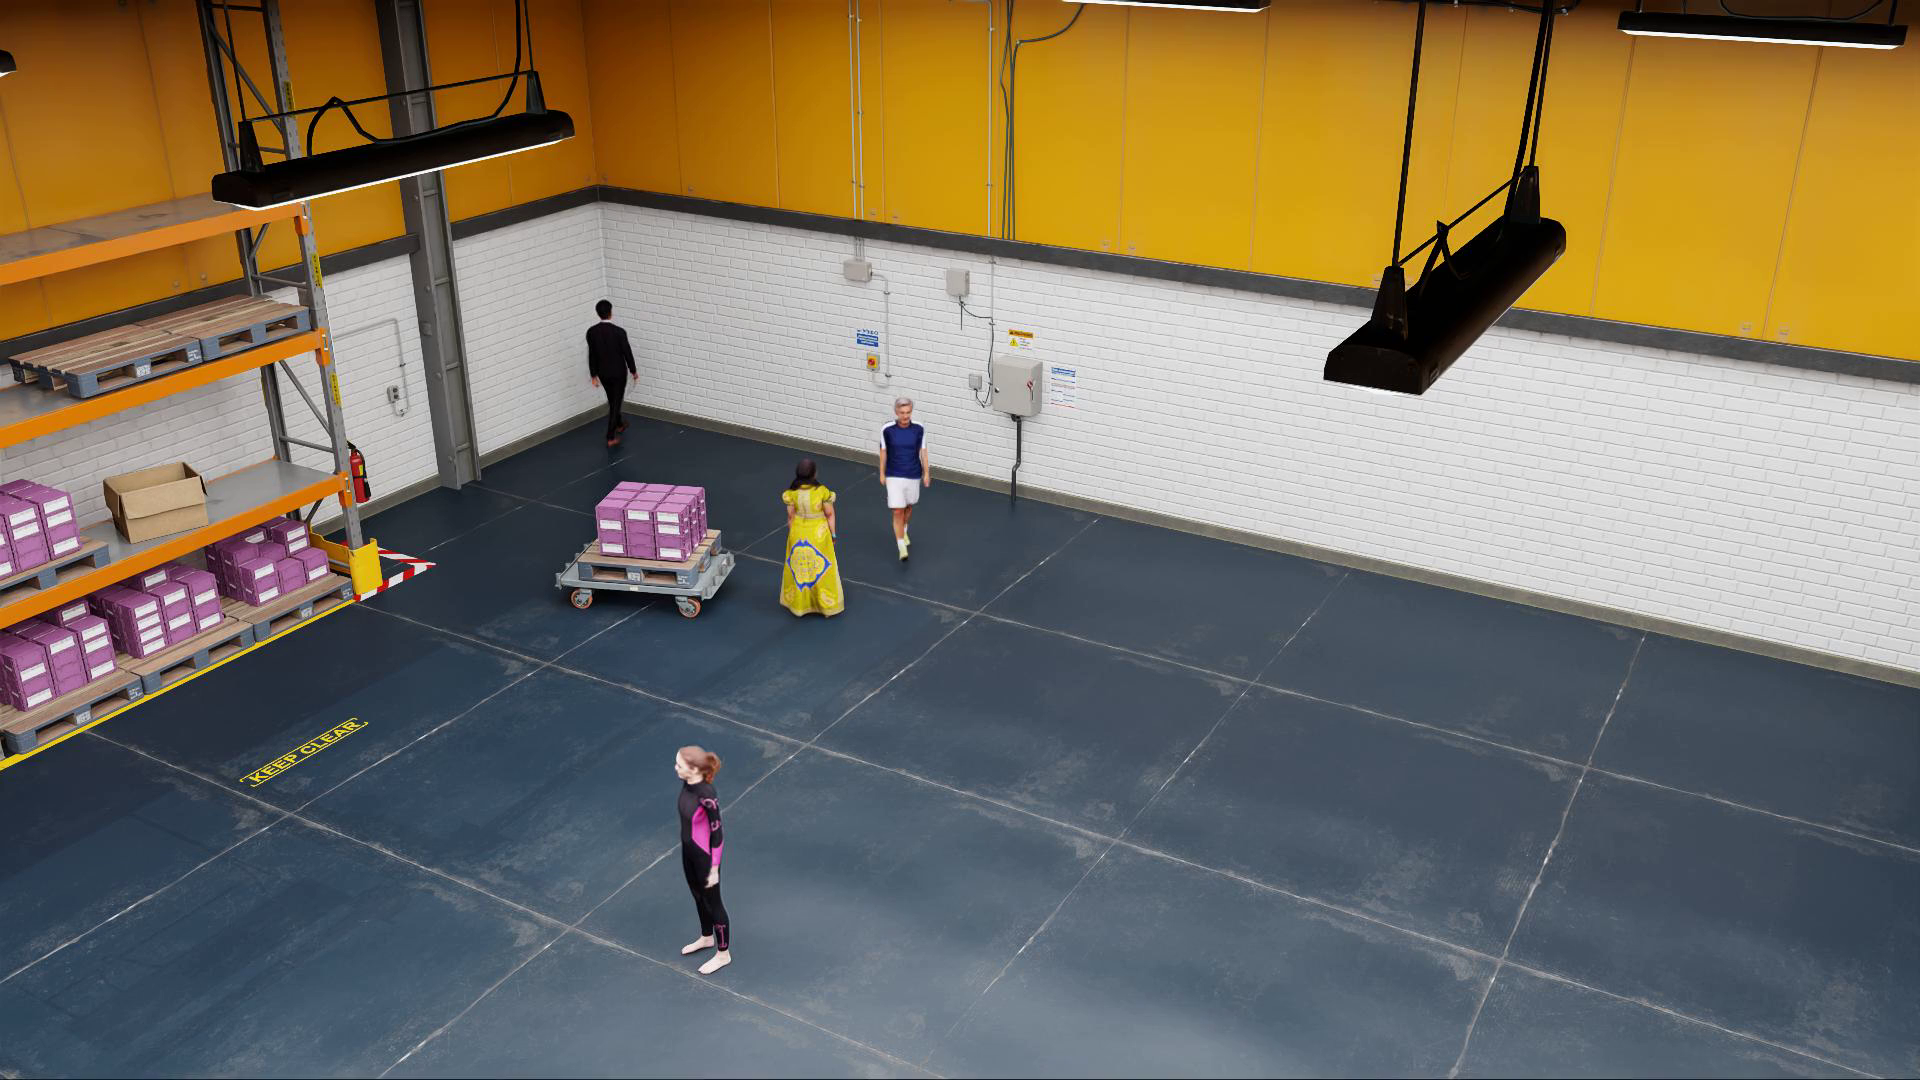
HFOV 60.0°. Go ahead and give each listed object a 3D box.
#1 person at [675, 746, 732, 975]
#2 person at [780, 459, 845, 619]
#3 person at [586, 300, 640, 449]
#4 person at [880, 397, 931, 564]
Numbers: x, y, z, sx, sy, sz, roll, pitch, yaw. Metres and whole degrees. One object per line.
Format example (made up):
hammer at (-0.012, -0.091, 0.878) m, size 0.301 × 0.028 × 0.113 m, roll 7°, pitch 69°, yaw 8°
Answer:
person at (-1.770, 2.163, 11.410) m, size 0.642 × 1.748 × 0.639 m, roll -16°, pitch 28°, yaw -31°
person at (-1.480, -0.019, 16.514) m, size 0.973 × 1.658 × 0.950 m, roll 3°, pitch 24°, yaw 6°
person at (-4.404, -2.066, 20.963) m, size 0.885 × 1.846 × 1.163 m, roll 6°, pitch 24°, yaw 13°
person at (-0.632, -0.712, 17.944) m, size 1.145 × 1.782 × 1.202 m, roll -6°, pitch 24°, yaw -13°
